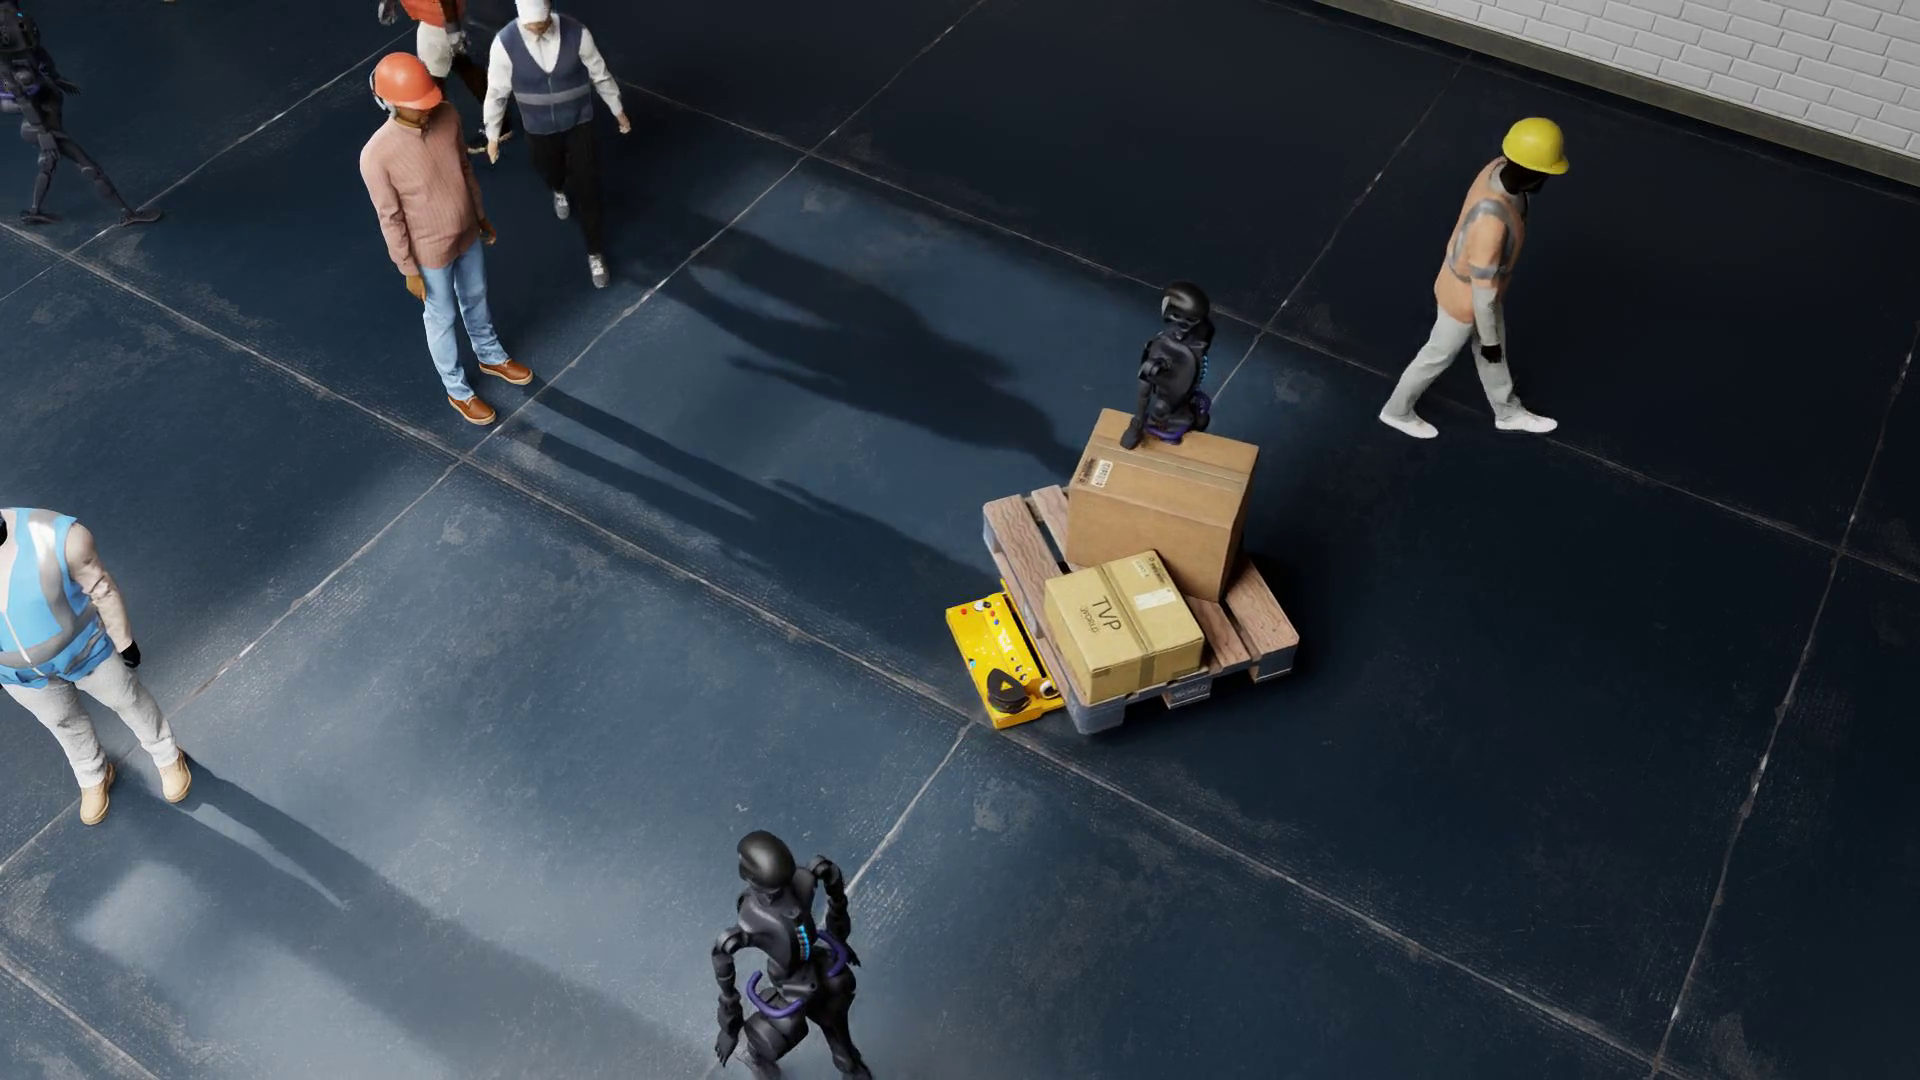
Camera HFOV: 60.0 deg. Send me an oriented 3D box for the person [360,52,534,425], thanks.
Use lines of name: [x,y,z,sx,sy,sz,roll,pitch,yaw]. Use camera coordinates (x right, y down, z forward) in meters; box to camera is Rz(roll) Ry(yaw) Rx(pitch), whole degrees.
person: [-2.457,-1.431,7.924,0.379,1.992,0.608,21,52,17]

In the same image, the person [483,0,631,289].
person: [-2.147,-2.245,8.812,0.751,1.727,0.806,-11,50,-10]

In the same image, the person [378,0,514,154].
person: [-3.065,-2.950,9.306,0.856,1.908,0.630,-23,53,-19]

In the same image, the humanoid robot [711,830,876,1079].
humanoid robot: [-0.533,1.542,5.573,0.803,1.620,0.588,36,58,27]

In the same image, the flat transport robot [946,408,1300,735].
flat transport robot: [0.715,0.358,7.503,1.431,0.231,0.659,-15,51,-13]

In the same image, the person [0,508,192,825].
person: [-3.485,0.431,6.395,0.625,1.844,0.429,-14,50,-12]

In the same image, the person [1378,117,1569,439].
person: [2.521,-1.118,7.718,0.906,1.886,0.597,21,52,17]

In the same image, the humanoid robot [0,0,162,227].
humanoid robot: [-5.009,-2.382,9.005,0.789,1.638,0.600,-10,50,-8]

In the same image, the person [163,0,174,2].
person: [-5.432,-4.443,10.632,0.529,1.886,0.718,-35,58,-27]

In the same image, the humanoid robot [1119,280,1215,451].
humanoid robot: [0.864,-0.475,7.294,0.372,1.655,0.589,30,55,24]
